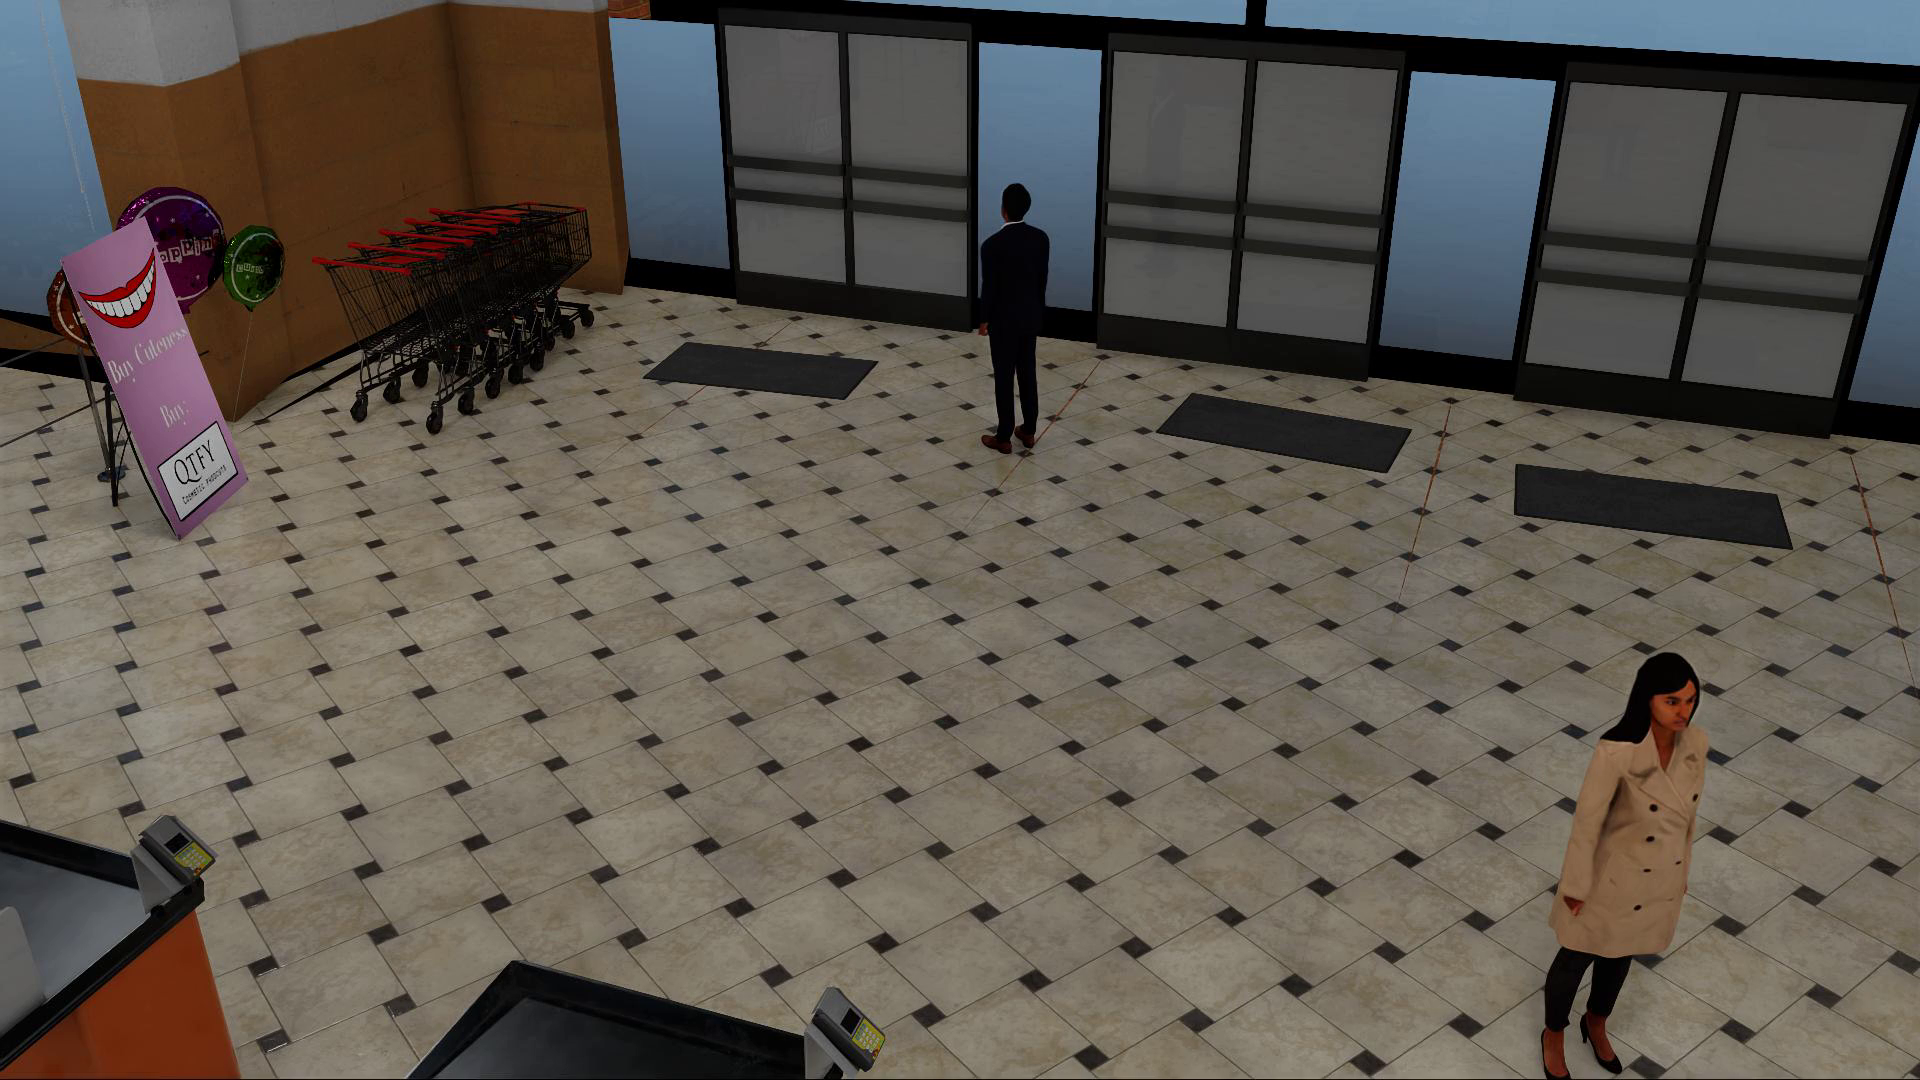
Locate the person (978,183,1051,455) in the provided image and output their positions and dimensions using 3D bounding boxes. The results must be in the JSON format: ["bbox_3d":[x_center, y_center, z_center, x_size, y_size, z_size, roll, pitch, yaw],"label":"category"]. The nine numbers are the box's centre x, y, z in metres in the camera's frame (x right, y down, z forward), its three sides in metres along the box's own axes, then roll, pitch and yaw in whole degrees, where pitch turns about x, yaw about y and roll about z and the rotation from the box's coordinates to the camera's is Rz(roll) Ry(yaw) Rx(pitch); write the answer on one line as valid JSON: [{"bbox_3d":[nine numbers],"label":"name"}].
[{"bbox_3d":[0.342,-1.381,10.451,0.683,1.727,0.766,-15,31,-27],"label":"person"}]

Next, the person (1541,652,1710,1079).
[{"bbox_3d":[2.219,1.117,5.575,0.718,1.682,0.739,-7,28,-14],"label":"person"}]
